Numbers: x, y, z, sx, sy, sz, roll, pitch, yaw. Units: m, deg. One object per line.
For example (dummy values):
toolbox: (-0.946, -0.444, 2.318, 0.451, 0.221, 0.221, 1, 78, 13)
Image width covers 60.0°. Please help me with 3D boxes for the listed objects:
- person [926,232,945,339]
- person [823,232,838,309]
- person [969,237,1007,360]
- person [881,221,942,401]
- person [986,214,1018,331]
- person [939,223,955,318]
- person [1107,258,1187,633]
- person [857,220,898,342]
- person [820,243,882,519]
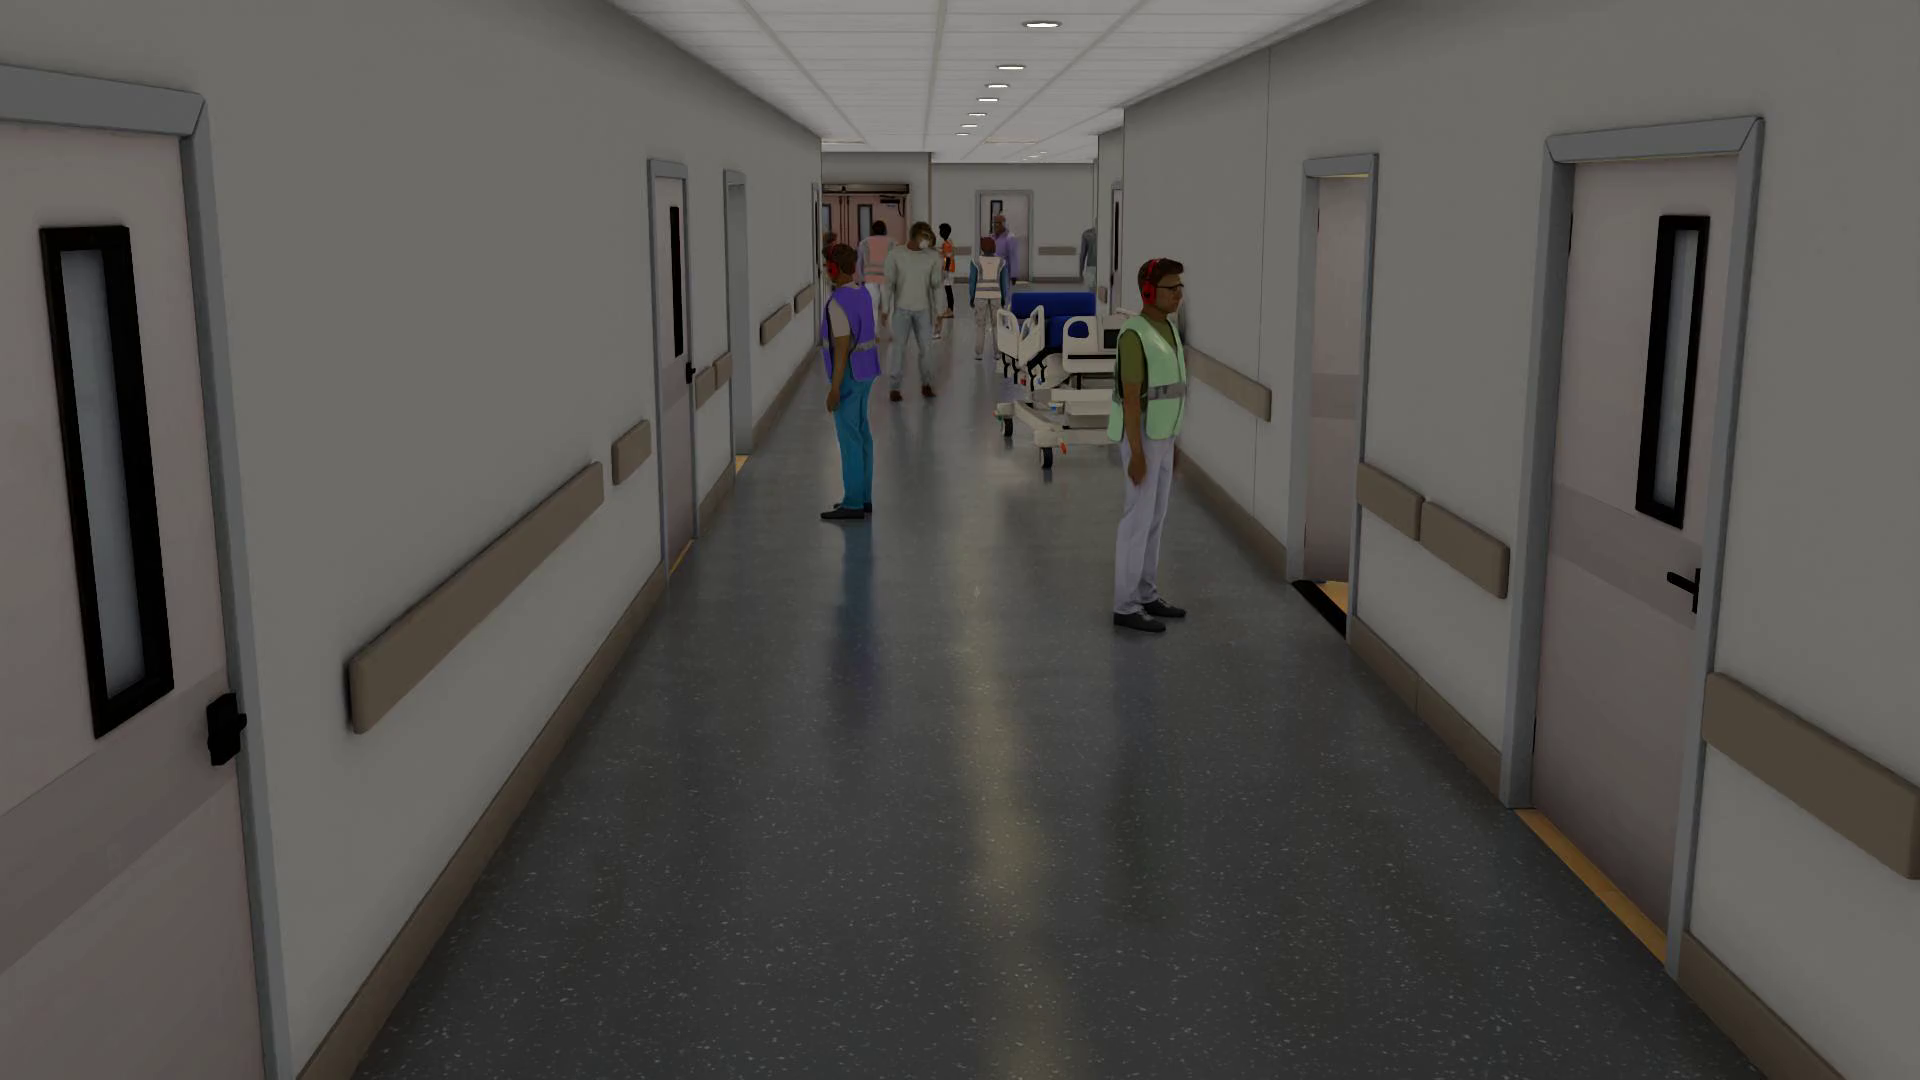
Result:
person: (-0.467, -3.904, 25.489, 0.522, 1.645, 0.305, 8, 14, 34)
person: (-2.040, -3.970, 25.858, 0.365, 1.625, 0.545, -2, 12, -10)
person: (0.376, -3.209, 22.143, 0.509, 1.629, 0.315, -3, 12, -13)
person: (-0.532, -2.442, 17.765, 0.690, 1.903, 0.538, -3, 12, -15)
person: (0.687, -4.310, 26.878, 0.504, 1.894, 0.659, -9, 15, -38)
person: (-0.243, -4.853, 29.981, 0.317, 1.696, 0.540, 0, 12, -1)
person: (0.933, -0.479, 8.313, 0.371, 1.843, 0.569, 5, 13, 25)
person: (-1.208, -3.863, 24.913, 0.651, 1.811, 0.554, 0, 12, 1)
person: (-0.737, -1.052, 11.121, 0.395, 1.839, 0.564, 3, 12, 15)
